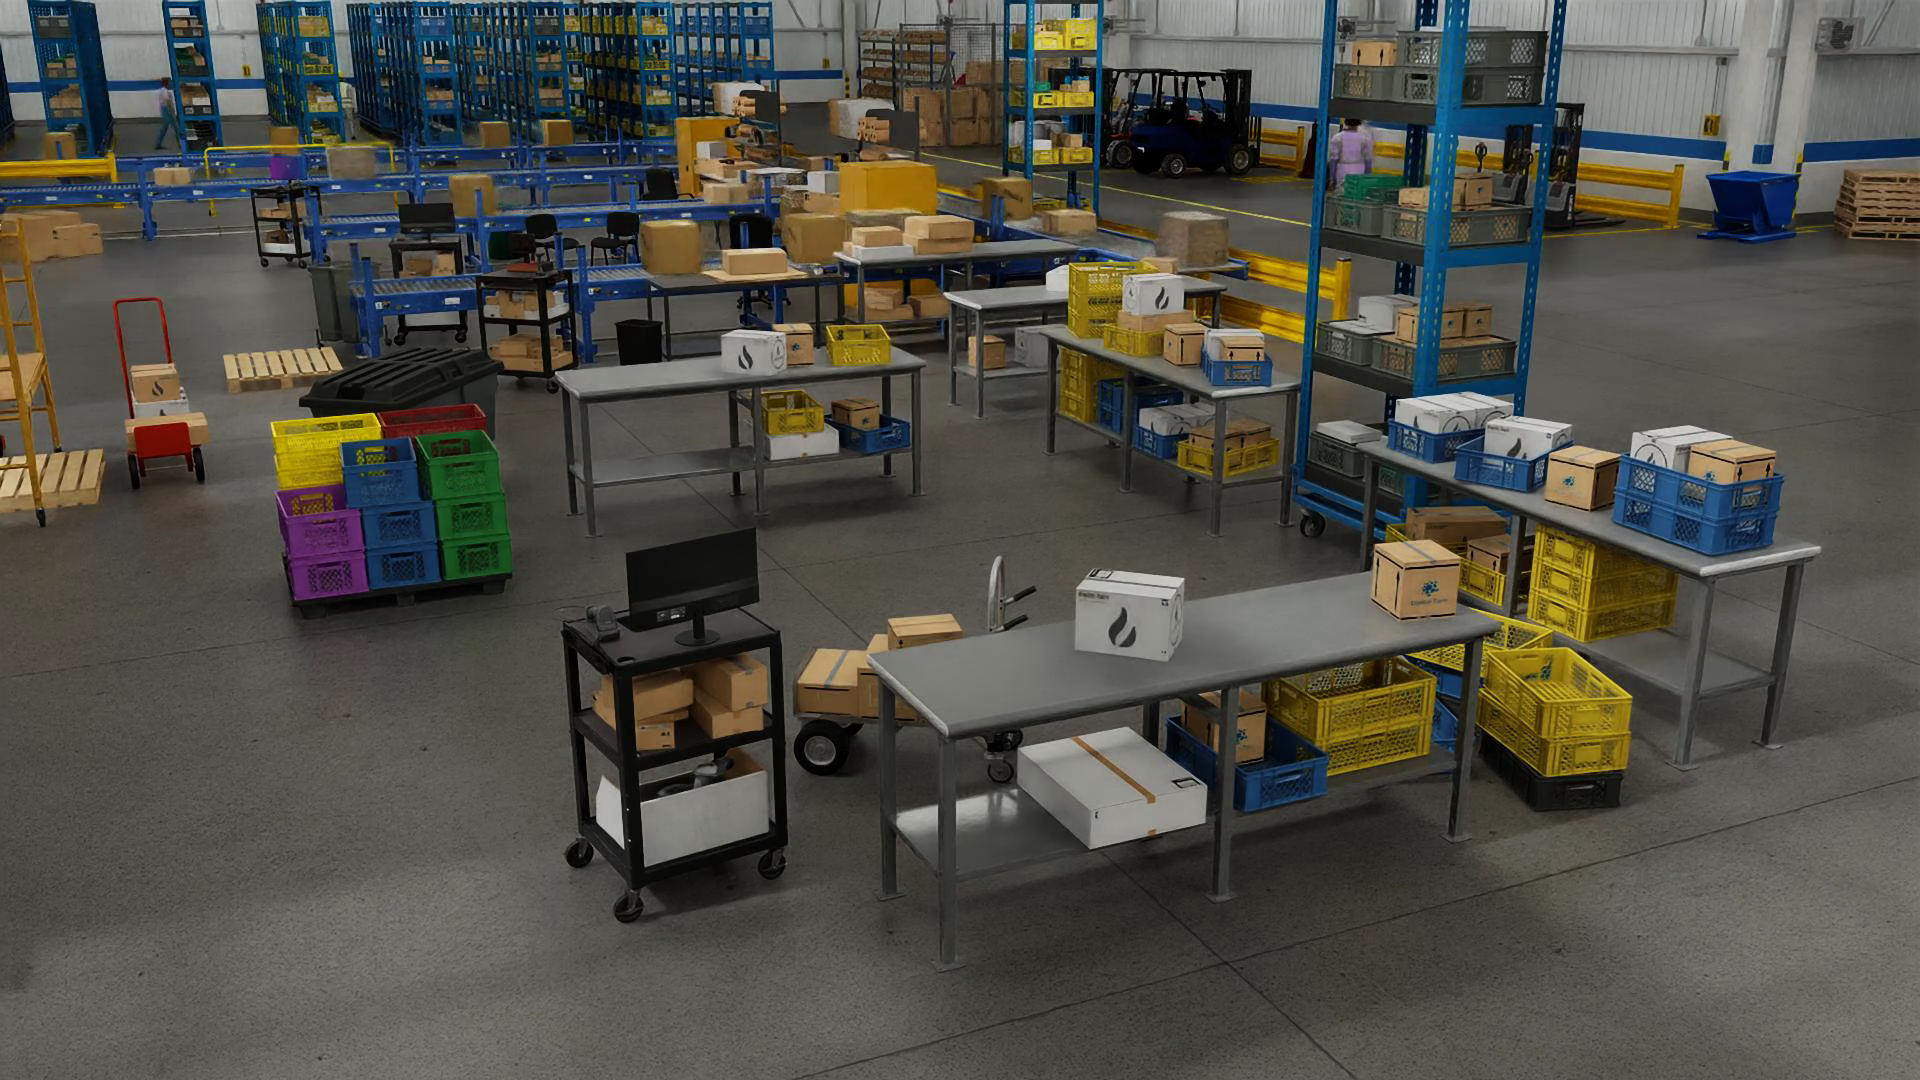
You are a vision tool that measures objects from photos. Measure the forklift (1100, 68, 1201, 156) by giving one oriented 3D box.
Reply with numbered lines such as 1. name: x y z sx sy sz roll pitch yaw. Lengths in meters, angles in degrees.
1. forklift: 4.082 -9.564 37.410 2.680 1.987 1.157 -8 19 -23

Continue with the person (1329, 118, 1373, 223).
1. person: 5.739 -5.330 24.483 0.605 2.044 0.375 4 18 12

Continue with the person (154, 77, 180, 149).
1. person: -20.093 -10.831 42.223 0.953 1.804 0.568 -5 18 -16

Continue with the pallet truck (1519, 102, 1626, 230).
1. pallet truck: 9.972 -6.037 26.785 1.885 1.965 0.823 -9 20 -25

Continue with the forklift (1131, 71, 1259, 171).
1. forklift: 4.998 -8.936 35.413 2.680 1.987 1.157 -9 20 -25

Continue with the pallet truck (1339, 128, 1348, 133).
1. pallet truck: 7.845 -7.140 31.411 1.522 1.261 0.704 -9 20 -25

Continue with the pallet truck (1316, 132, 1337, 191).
1. pallet truck: 7.723 -7.504 32.656 1.601 1.201 0.680 -8 19 -23

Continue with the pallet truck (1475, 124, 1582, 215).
1. pallet truck: 9.707 -6.455 28.103 1.885 1.965 0.823 -7 19 -20

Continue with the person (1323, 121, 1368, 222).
1. person: 6.353 -6.122 27.237 0.784 1.877 0.664 10 20 29

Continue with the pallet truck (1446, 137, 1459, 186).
1. pallet truck: 9.184 -6.485 29.328 1.630 1.274 0.653 -8 19 -23

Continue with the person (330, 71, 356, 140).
1. person: -16.745 -11.787 45.165 0.587 1.835 0.404 -6 18 -17
